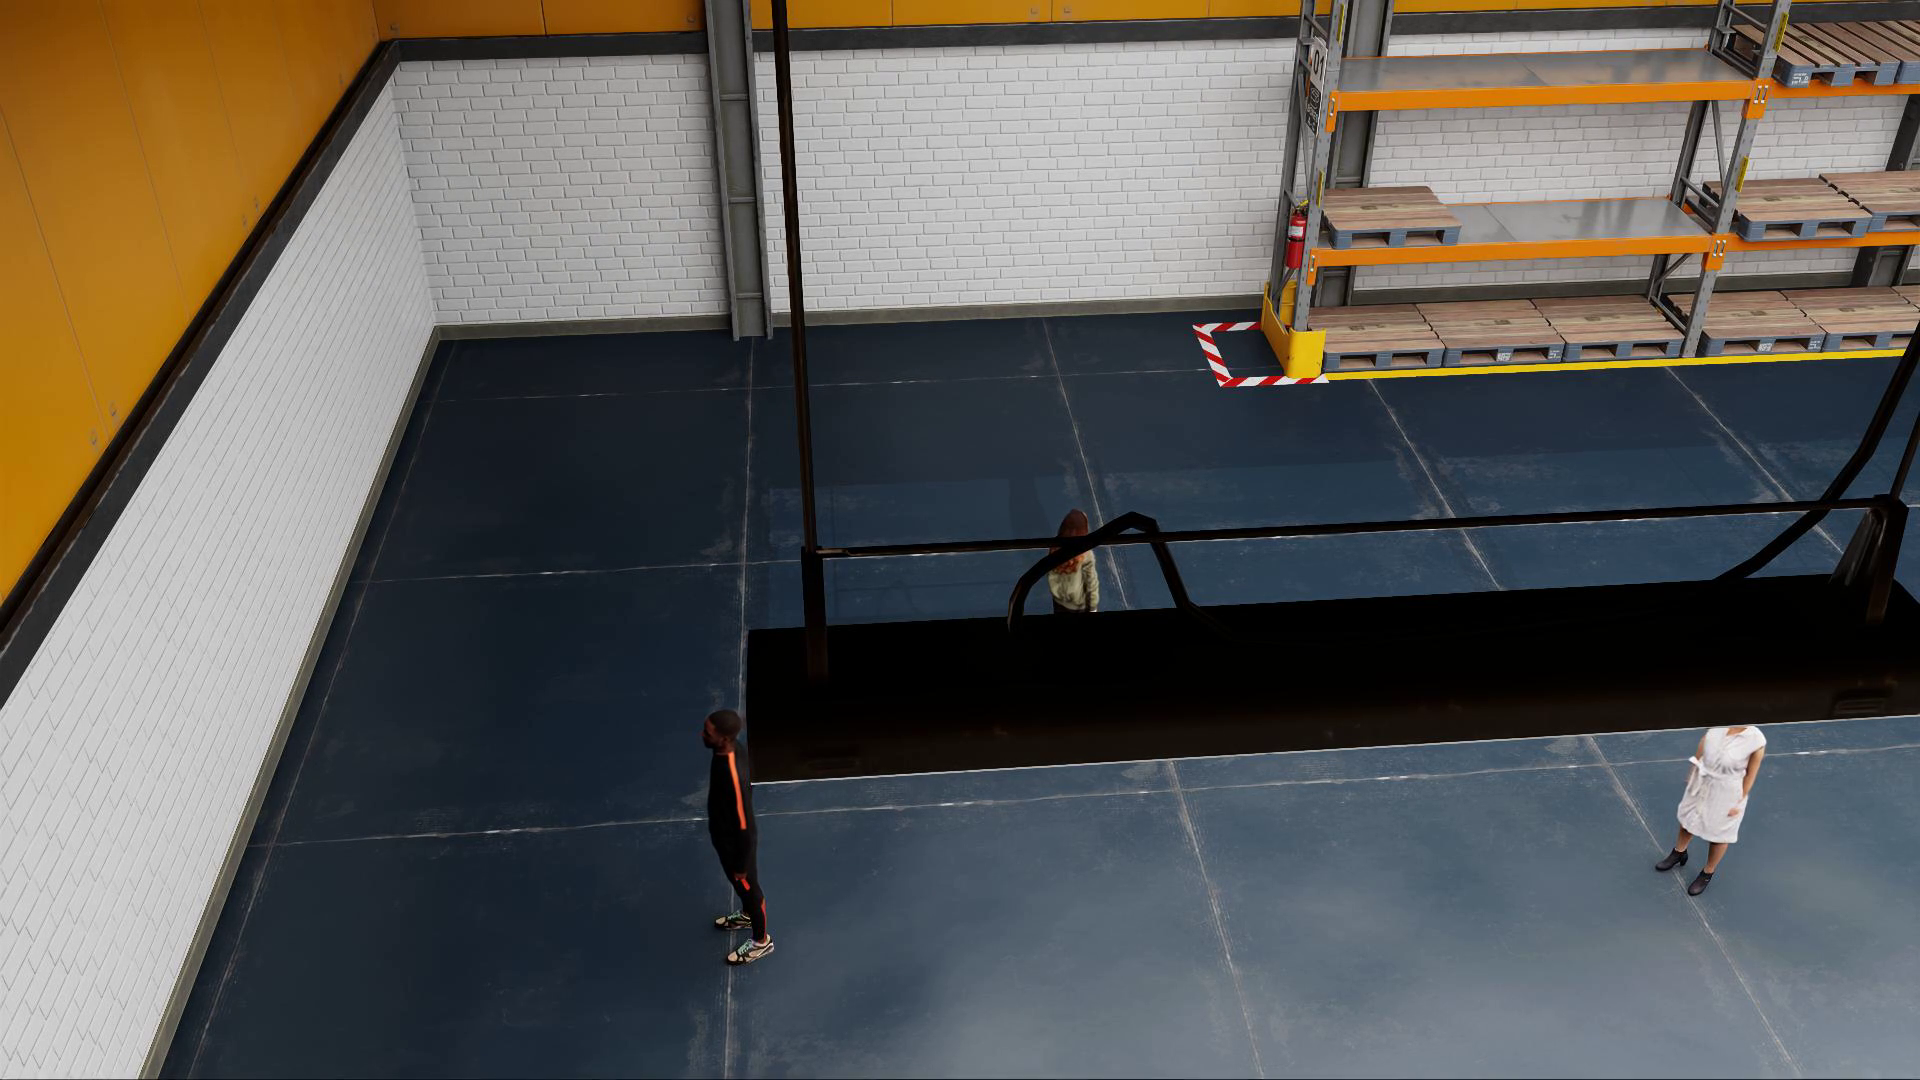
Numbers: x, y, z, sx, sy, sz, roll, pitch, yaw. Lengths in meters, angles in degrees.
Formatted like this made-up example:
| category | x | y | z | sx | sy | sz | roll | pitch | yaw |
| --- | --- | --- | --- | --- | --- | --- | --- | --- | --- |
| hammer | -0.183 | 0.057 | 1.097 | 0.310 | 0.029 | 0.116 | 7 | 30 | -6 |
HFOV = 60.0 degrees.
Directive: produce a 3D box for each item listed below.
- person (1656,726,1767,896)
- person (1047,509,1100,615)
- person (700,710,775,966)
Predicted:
| category | x | y | z | sx | sy | sz | roll | pitch | yaw |
| --- | --- | --- | --- | --- | --- | --- | --- | --- | --- |
| person | 4.638 | 1.503 | 10.170 | 0.639 | 1.553 | 0.631 | -17 | 37 | -24 |
| person | 0.799 | 0.412 | 11.882 | 0.700 | 1.476 | 0.659 | -29 | 43 | -36 |
| person | -1.299 | 1.700 | 9.645 | 0.610 | 1.807 | 0.680 | -10 | 35 | -15 |
